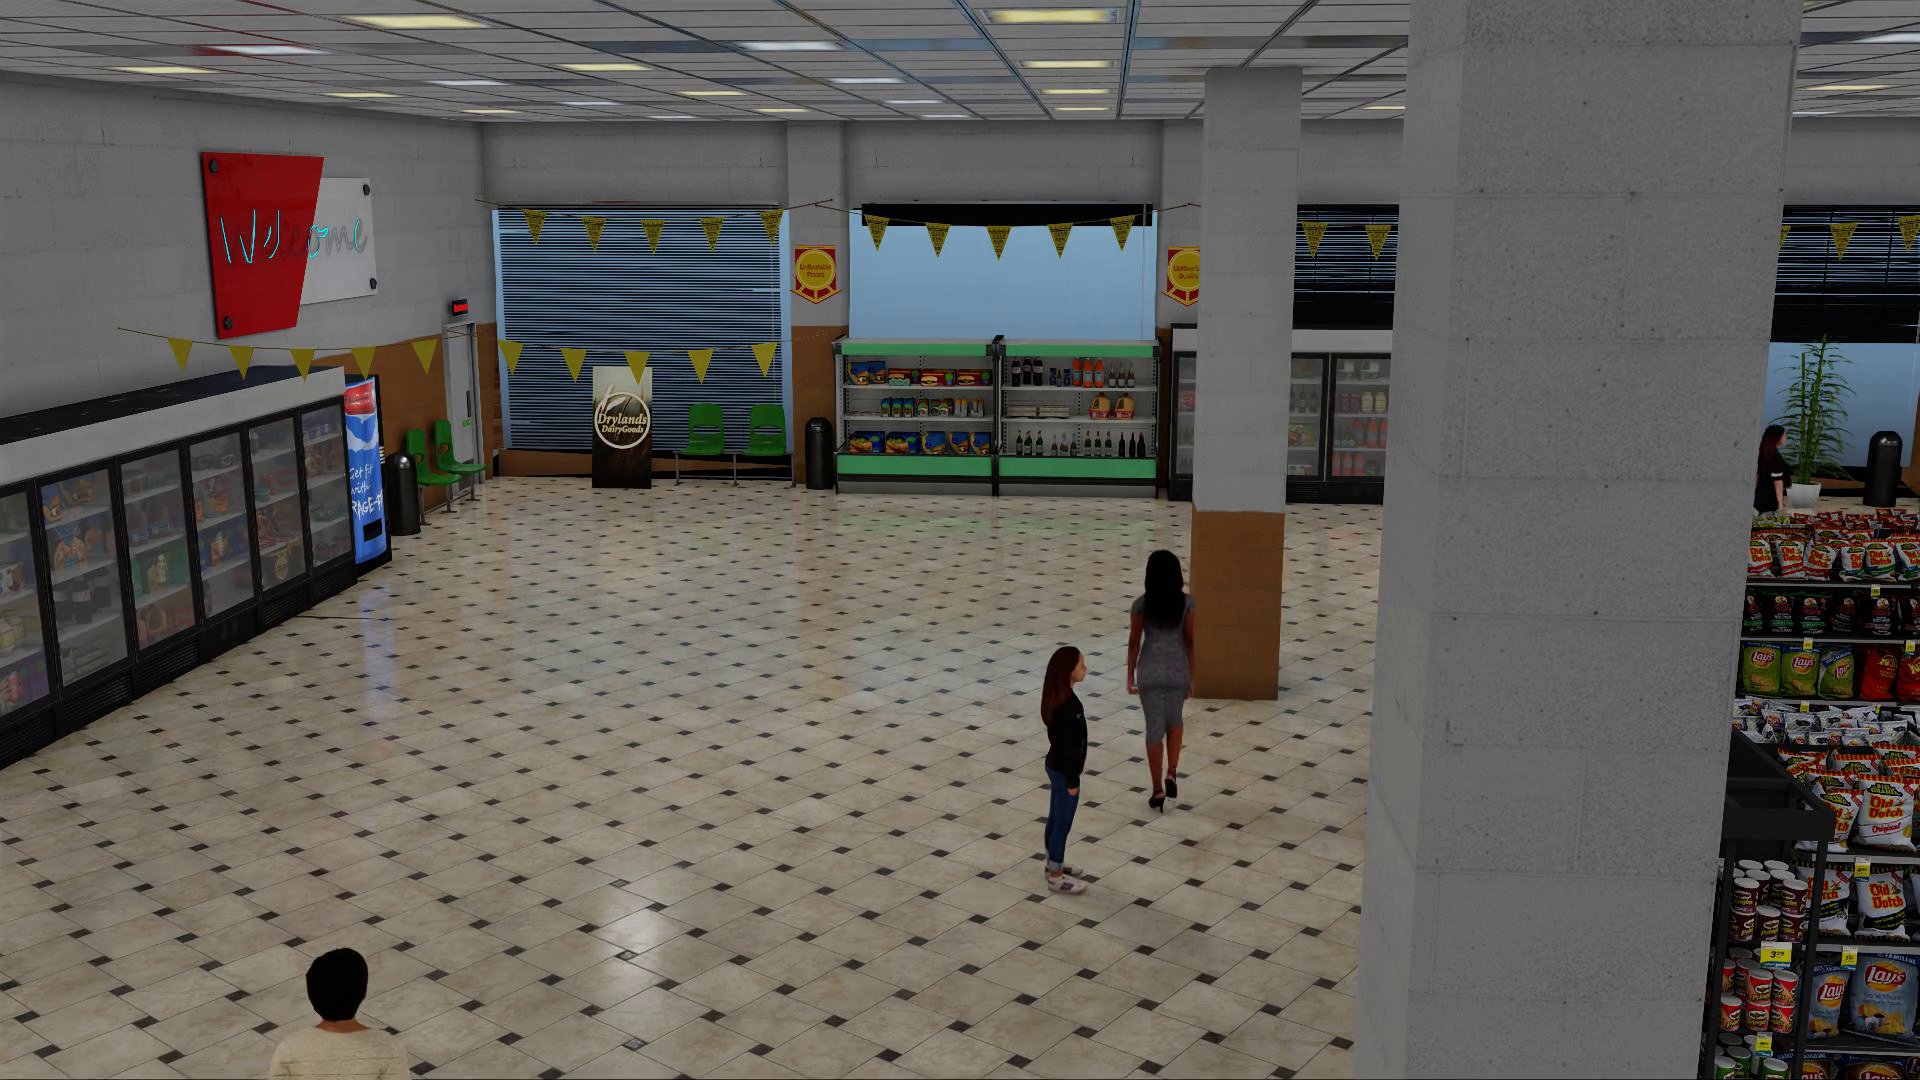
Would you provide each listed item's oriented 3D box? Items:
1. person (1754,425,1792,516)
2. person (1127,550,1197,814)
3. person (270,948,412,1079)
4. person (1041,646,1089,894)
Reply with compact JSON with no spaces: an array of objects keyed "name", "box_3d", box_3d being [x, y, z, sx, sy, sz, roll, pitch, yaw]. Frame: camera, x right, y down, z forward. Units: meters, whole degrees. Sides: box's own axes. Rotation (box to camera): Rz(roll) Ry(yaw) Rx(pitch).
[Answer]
[{"name":"person","box_3d":[8.597,-0.426,17.856,0.675,1.628,0.589,1,12,4]},{"name":"person","box_3d":[1.355,0.958,10.941,0.580,1.768,0.697,-1,12,-3]},{"name":"person","box_3d":[-2.093,2.174,5.639,0.738,1.574,0.765,-2,12,-11]},{"name":"person","box_3d":[0.604,1.338,9.836,0.576,1.481,0.593,-2,12,-8]}]
